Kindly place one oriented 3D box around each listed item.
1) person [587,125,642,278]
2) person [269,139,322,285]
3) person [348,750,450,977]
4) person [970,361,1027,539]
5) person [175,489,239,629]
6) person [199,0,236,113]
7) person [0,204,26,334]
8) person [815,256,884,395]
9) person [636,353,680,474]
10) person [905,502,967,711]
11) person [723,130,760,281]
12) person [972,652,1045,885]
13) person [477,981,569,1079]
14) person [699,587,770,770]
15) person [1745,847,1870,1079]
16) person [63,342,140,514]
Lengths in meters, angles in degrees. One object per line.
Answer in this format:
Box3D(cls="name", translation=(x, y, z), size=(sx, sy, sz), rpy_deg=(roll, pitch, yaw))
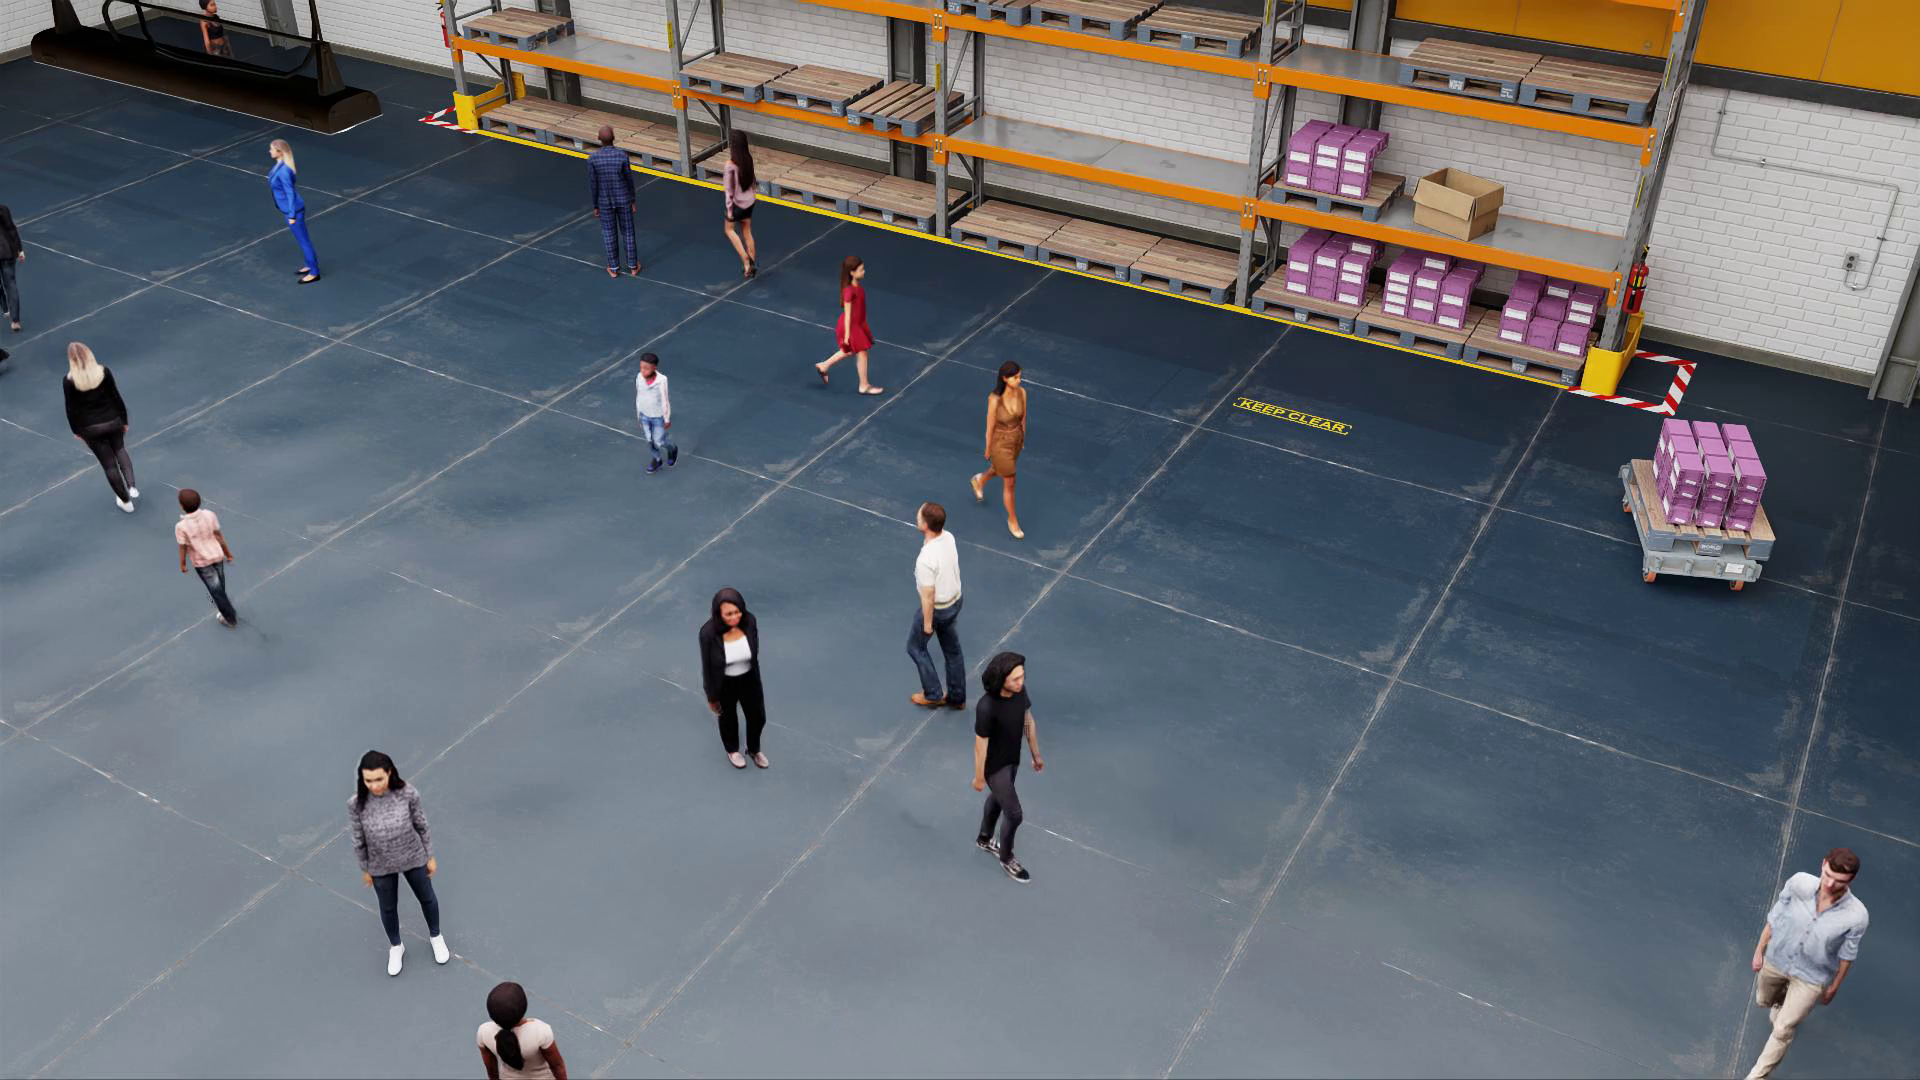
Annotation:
Box3D(cls="person", translation=(-4.029, -3.958, 19.407), size=(0.757, 1.819, 0.819), rpy_deg=(-8, 34, -12))
Box3D(cls="person", translation=(-7.734, -3.837, 19.333), size=(0.760, 1.700, 0.672), rpy_deg=(-13, 36, -19))
Box3D(cls="person", translation=(-3.552, 2.007, 10.513), size=(0.682, 1.732, 0.734), rpy_deg=(-10, 35, -14))
Box3D(cls="person", translation=(0.358, -0.872, 14.914), size=(0.835, 1.654, 1.141), rpy_deg=(-24, 40, -31))
Box3D(cls="person", translation=(-6.153, 0.170, 13.674), size=(0.762, 1.292, 0.578), rpy_deg=(23, 40, 30))
Box3D(cls="person", translation=(-10.848, -7.062, 24.194), size=(0.710, 1.690, 0.664), rpy_deg=(9, 35, 14))
Box3D(cls="person", translation=(-10.607, -3.075, 18.220), size=(1.019, 1.769, 0.996), rpy_deg=(-10, 35, -14))
Box3D(cls="person", translation=(-1.172, -2.190, 17.010), size=(1.016, 1.529, 0.787), rpy_deg=(3, 34, 5))
Box3D(cls="person", translation=(-2.878, -1.240, 15.833), size=(0.518, 1.249, 0.546), rpy_deg=(16, 37, 23))
Box3D(cls="person", translation=(-0.068, 0.549, 12.610), size=(0.669, 1.838, 0.649), rpy_deg=(19, 38, 26))
Box3D(cls="person", translation=(-2.465, -3.833, 19.236), size=(0.660, 1.801, 0.688), rpy_deg=(25, 41, 33))
Box3D(cls="person", translation=(0.216, 1.444, 11.282), size=(0.755, 1.817, 0.639), rpy_deg=(19, 38, 26))
Box3D(cls="person", translation=(-2.326, 3.002, 9.007), size=(0.604, 1.741, 0.709), rpy_deg=(0, 34, 0))
Box3D(cls="person", translation=(-1.701, 0.991, 12.157), size=(0.764, 1.602, 0.789), rpy_deg=(-18, 38, -25))
Box3D(cls="person", translation=(4.953, 2.454, 9.752), size=(0.944, 1.829, 1.108), rpy_deg=(-26, 42, -34))
Box3D(cls="person", translation=(-7.738, -0.980, 15.060), size=(0.691, 1.672, 0.693), rpy_deg=(-28, 43, -36))
